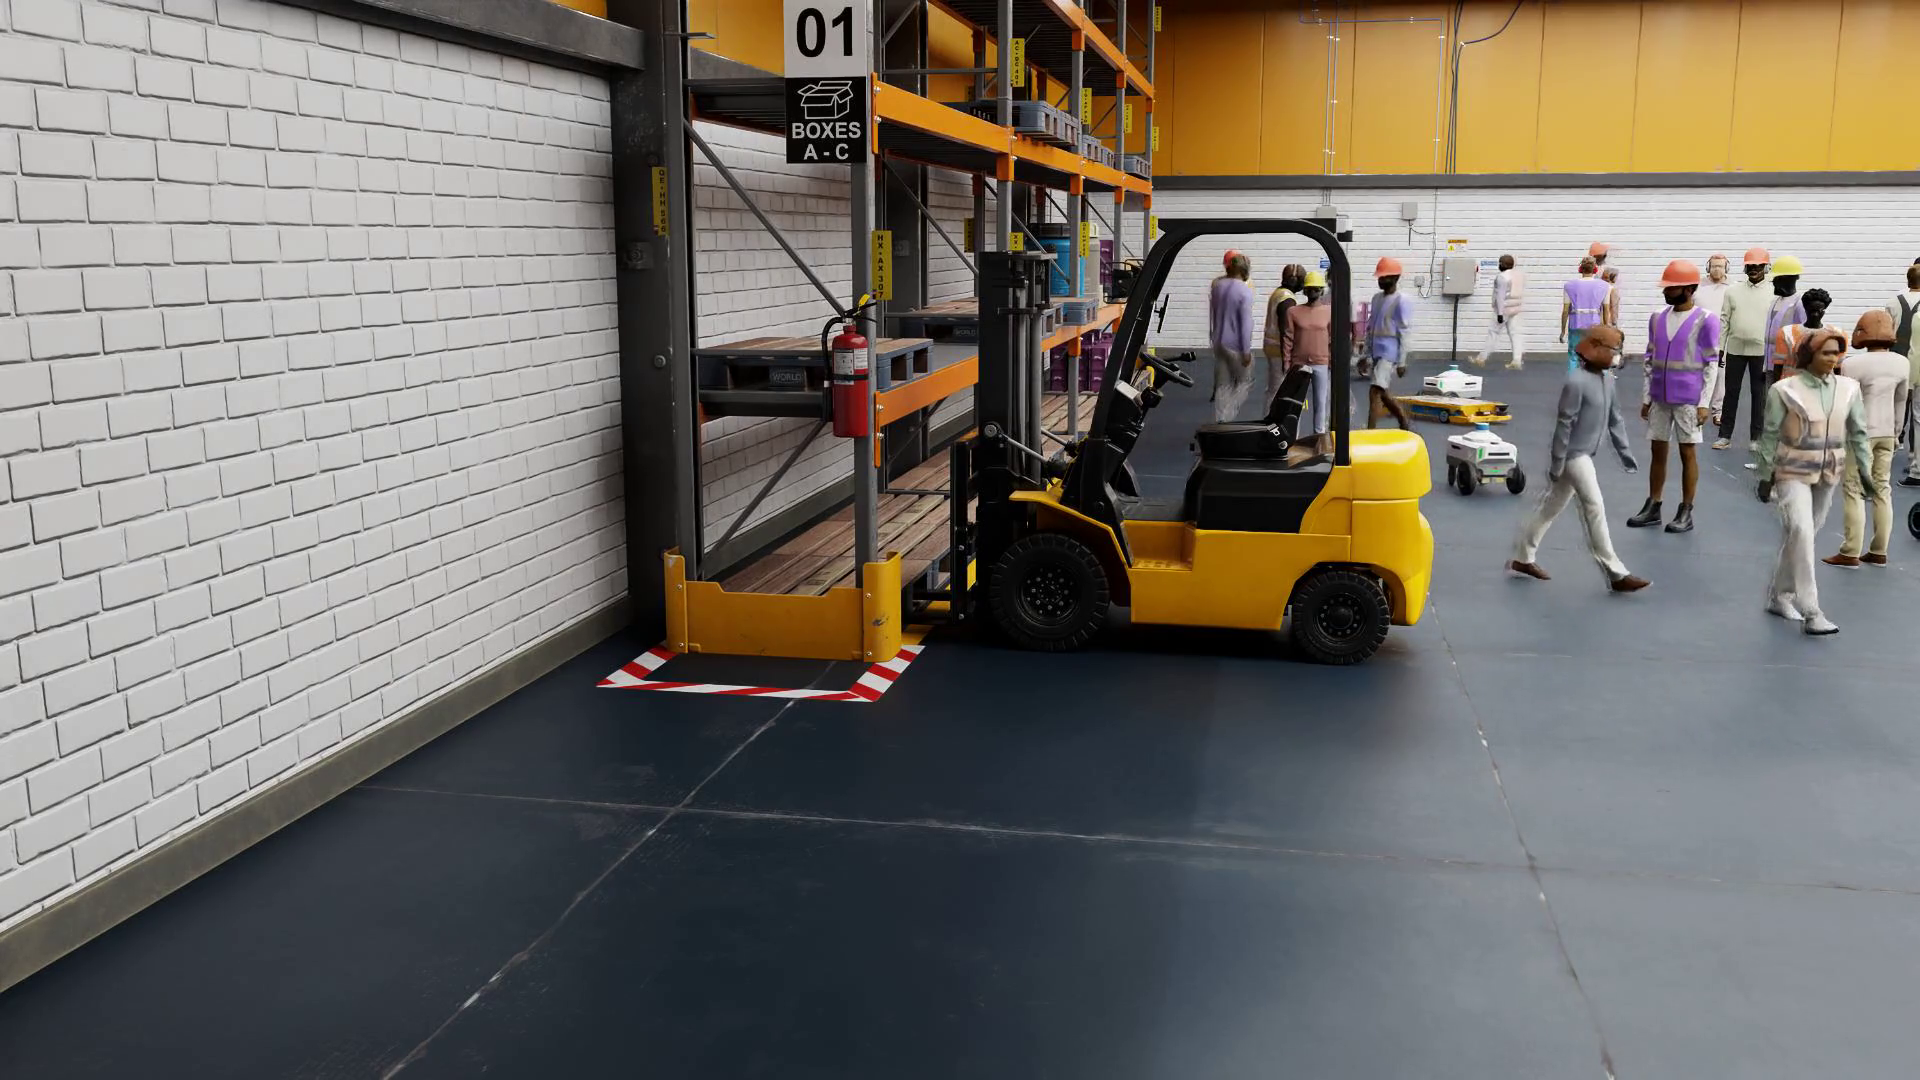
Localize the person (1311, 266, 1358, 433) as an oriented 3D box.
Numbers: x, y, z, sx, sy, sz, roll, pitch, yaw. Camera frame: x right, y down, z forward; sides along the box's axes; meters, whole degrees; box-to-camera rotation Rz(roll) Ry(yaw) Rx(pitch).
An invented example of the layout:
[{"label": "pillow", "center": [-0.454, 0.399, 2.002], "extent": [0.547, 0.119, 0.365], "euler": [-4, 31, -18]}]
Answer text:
[{"label": "person", "center": [3.854, -1.944, 17.176], "extent": [0.612, 1.832, 0.577], "euler": [-10, 14, -43]}]

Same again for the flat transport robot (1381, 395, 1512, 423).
[{"label": "flat transport robot", "center": [5.560, -1.515, 19.105], "extent": [0.652, 0.197, 1.431], "euler": [-6, 12, -28]}]

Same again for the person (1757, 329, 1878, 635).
[{"label": "person", "center": [4.547, -0.301, 8.801], "extent": [0.530, 1.603, 0.831], "euler": [-2, 10, -9]}]

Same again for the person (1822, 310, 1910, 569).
[{"label": "person", "center": [5.734, -0.632, 10.527], "extent": [0.508, 1.632, 0.274], "euler": [-3, 11, -15]}]

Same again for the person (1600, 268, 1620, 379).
[{"label": "person", "center": [9.560, -3.205, 24.624], "extent": [0.310, 1.636, 0.523], "euler": [-2, 11, -11]}]

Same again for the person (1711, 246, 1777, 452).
[{"label": "person", "center": [7.720, -1.861, 16.271], "extent": [0.610, 1.996, 0.378], "euler": [8, 13, 37]}]

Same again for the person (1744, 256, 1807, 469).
[{"label": "person", "center": [7.263, -1.543, 14.720], "extent": [0.378, 1.923, 0.596], "euler": [0, 10, -1]}]

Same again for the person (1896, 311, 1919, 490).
[{"label": "person", "center": [8.092, -1.323, 13.788], "extent": [0.587, 1.826, 0.404], "euler": [-1, 10, -6]}]

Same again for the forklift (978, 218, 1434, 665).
[{"label": "forklift", "center": [1.285, -0.567, 8.635], "extent": [2.313, 2.155, 1.214], "euler": [2, 11, 11]}]

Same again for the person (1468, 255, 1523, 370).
[{"label": "person", "center": [8.587, -3.616, 26.423], "extent": [0.651, 1.795, 0.935], "euler": [-7, 13, -35]}]

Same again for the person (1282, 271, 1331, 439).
[{"label": "person", "center": [3.341, -1.675, 15.877], "extent": [0.525, 1.772, 0.301], "euler": [2, 11, 11]}]

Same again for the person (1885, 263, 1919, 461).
[{"label": "person", "center": [8.922, -1.664, 15.608], "extent": [0.516, 1.842, 0.332], "euler": [9, 14, 42]}]

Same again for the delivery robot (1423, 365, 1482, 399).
[{"label": "delivery robot", "center": [5.900, -1.849, 19.900], "extent": [0.707, 0.478, 0.477], "euler": [-5, 12, -27]}]

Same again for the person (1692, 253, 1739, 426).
[{"label": "person", "center": [8.352, -2.224, 18.501], "extent": [0.643, 1.910, 0.411], "euler": [4, 11, 23]}]

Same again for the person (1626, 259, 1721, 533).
[{"label": "person", "center": [5.081, -1.018, 11.817], "extent": [0.376, 1.934, 0.547], "euler": [-7, 12, -32]}]

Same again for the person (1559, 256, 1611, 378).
[{"label": "person", "center": [7.848, -2.632, 20.909], "extent": [0.575, 1.843, 0.374], "euler": [2, 11, 12]}]

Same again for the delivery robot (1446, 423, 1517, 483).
[{"label": "delivery robot", "center": [4.301, -0.724, 13.734], "extent": [0.477, 0.478, 0.707], "euler": [-1, 10, -6]}]

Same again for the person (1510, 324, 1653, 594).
[{"label": "person", "center": [3.709, -0.488, 9.871], "extent": [0.887, 1.580, 0.538], "euler": [9, 13, 40]}]

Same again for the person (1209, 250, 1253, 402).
[{"label": "person", "center": [3.419, -2.695, 21.034], "extent": [0.543, 1.927, 0.375], "euler": [2, 11, 13]}]

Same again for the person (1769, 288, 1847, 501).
[{"label": "person", "center": [6.671, -1.135, 13.118], "extent": [0.532, 1.694, 0.320], "euler": [4, 11, 22]}]

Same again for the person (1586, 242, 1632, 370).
[{"label": "person", "center": [9.908, -3.557, 25.512], "extent": [0.663, 2.015, 0.633], "euler": [7, 13, 35]}]

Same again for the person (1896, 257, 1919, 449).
[{"label": "person", "center": [9.334, -1.806, 16.195], "extent": [0.392, 1.914, 0.589], "euler": [-6, 12, -30]}]

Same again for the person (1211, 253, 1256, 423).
[{"label": "person", "center": [2.816, -1.975, 17.096], "extent": [0.429, 1.920, 0.672], "euler": [-6, 12, -29]}]

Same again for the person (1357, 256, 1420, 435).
[{"label": "person", "center": [4.198, -1.827, 16.327], "extent": [0.795, 1.919, 0.561], "euler": [-3, 11, -15]}]

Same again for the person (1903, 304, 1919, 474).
[{"label": "person", "center": [8.785, -1.529, 14.752], "extent": [0.851, 1.904, 0.558], "euler": [-4, 11, -22]}]

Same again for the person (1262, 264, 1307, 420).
[{"label": "person", "center": [3.277, -1.860, 16.760], "extent": [0.432, 1.825, 0.618], "euler": [0, 10, 2]}]
